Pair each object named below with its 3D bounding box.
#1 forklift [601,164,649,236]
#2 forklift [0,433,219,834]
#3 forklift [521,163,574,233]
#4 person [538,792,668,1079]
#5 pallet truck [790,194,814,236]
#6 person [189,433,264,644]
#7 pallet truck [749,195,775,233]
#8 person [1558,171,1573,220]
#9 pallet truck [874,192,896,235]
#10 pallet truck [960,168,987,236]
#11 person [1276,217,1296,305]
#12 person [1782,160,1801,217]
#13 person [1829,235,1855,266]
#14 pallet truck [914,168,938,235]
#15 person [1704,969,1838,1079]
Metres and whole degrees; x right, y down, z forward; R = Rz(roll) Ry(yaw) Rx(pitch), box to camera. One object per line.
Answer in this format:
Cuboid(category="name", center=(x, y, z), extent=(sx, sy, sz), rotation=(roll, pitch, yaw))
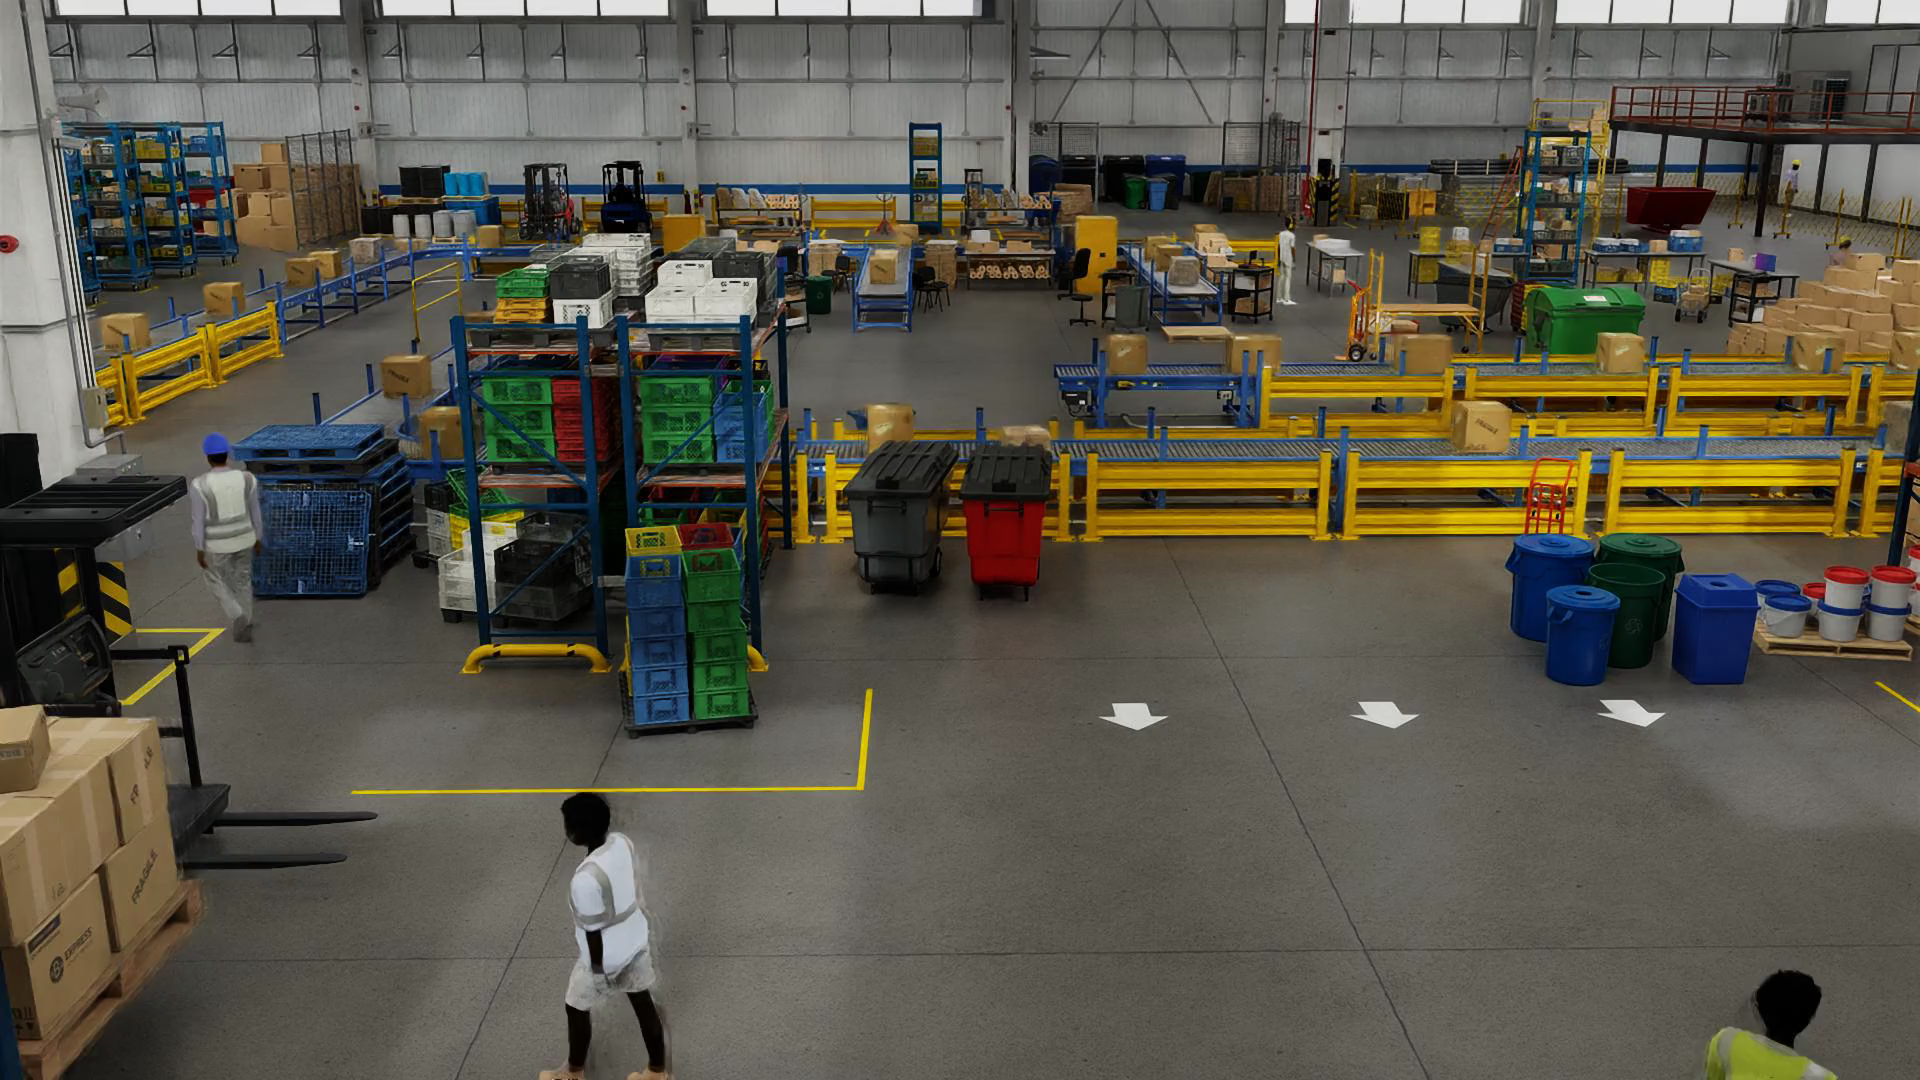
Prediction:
Cuboid(category="forklift", center=(-9.948, -10.127, 49.296), extent=(1.157, 1.987, 2.680), rotation=(-1, 16, -3))
Cuboid(category="forklift", center=(-5.952, 0.780, 10.366), extent=(1.873, 2.768, 1.129), rotation=(0, 16, -1))
Cuboid(category="forklift", center=(-12.233, -10.122, 49.298), extent=(1.157, 1.987, 2.680), rotation=(0, 16, -1))
Cuboid(category="person", center=(-1.822, 2.003, 8.265), extent=(0.781, 1.662, 0.554), rotation=(6, 17, 19))
Cuboid(category="pallet truck", center=(-4.814, -9.883, 50.259), extent=(0.704, 1.261, 1.522), rotation=(-1, 16, -3))
Cuboid(category="person", center=(-6.460, 0.009, 14.731), extent=(0.513, 1.927, 0.634), rotation=(14, 21, 40))
Cuboid(category="pallet truck", center=(-6.051, -9.967, 50.660), extent=(0.680, 1.201, 1.601), rotation=(0, 16, -1))
Cuboid(category="person", center=(18.874, -10.631, 51.827), extent=(0.416, 1.867, 0.620), rotation=(-9, 19, -30))
Cuboid(category="pallet truck", center=(-2.277, -9.986, 50.594), extent=(0.653, 1.274, 1.630), rotation=(0, 16, -1))
Cuboid(category="pallet truck", center=(0.383, -10.230, 50.206), extent=(0.823, 1.965, 1.885), rotation=(-1, 16, -3))
Cuboid(category="person", center=(7.017, -5.988, 35.693), extent=(0.309, 1.868, 0.535), rotation=(-9, 18, -28))
Cuboid(category="person", center=(27.981, -11.857, 56.046), extent=(0.792, 1.898, 0.575), rotation=(-14, 21, -40))
Cuboid(category="person", center=(17.533, -5.178, 33.088), extent=(0.519, 1.741, 0.527), rotation=(5, 17, 16))
Cuboid(category="pallet truck", center=(-0.989, -10.316, 50.507), extent=(0.823, 1.965, 1.885), rotation=(1, 16, 3))
Cuboid(category="person", center=(3.130, 2.482, 6.566), extent=(0.462, 1.681, 0.540), rotation=(-9, 19, -30))
